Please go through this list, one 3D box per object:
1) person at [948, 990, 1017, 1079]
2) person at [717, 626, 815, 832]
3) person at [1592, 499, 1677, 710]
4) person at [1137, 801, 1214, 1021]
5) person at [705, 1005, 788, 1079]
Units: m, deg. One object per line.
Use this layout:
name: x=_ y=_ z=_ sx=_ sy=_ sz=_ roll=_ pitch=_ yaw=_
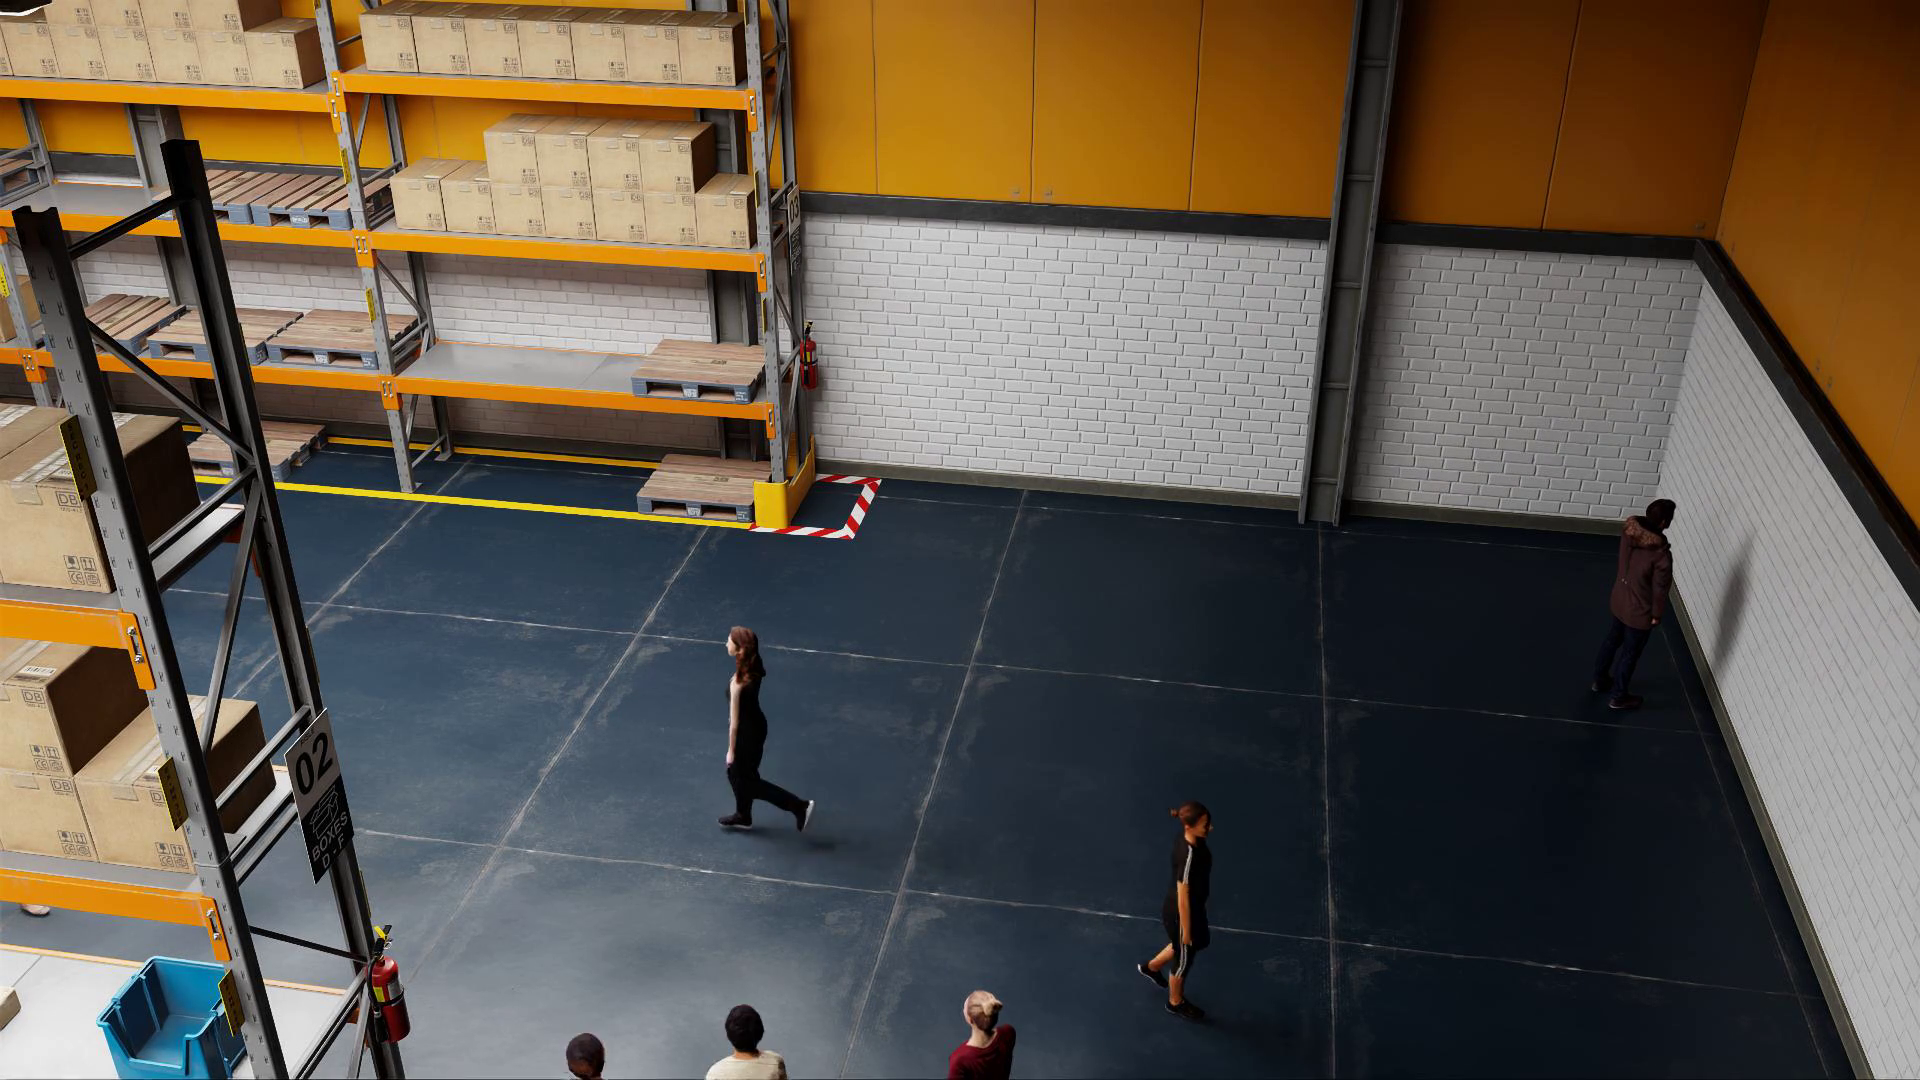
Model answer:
person: x=0.104 y=3.066 z=8.941 sx=0.679 sy=1.698 sz=0.705 roll=-24 pitch=36 yaw=-36
person: x=-1.437 y=1.409 z=11.944 sx=0.976 sy=1.731 sz=0.628 roll=4 pitch=29 yaw=7
person: x=5.481 y=0.499 z=13.496 sx=0.810 sy=1.842 sz=0.841 roll=-6 pitch=29 yaw=-12
person: x=1.341 y=2.288 z=10.409 sx=0.734 sy=1.658 sz=0.641 roll=9 pitch=30 yaw=16
person: x=-1.122 y=3.193 z=8.839 sx=0.914 sy=1.573 sz=0.919 roll=-14 pitch=32 yaw=-24
